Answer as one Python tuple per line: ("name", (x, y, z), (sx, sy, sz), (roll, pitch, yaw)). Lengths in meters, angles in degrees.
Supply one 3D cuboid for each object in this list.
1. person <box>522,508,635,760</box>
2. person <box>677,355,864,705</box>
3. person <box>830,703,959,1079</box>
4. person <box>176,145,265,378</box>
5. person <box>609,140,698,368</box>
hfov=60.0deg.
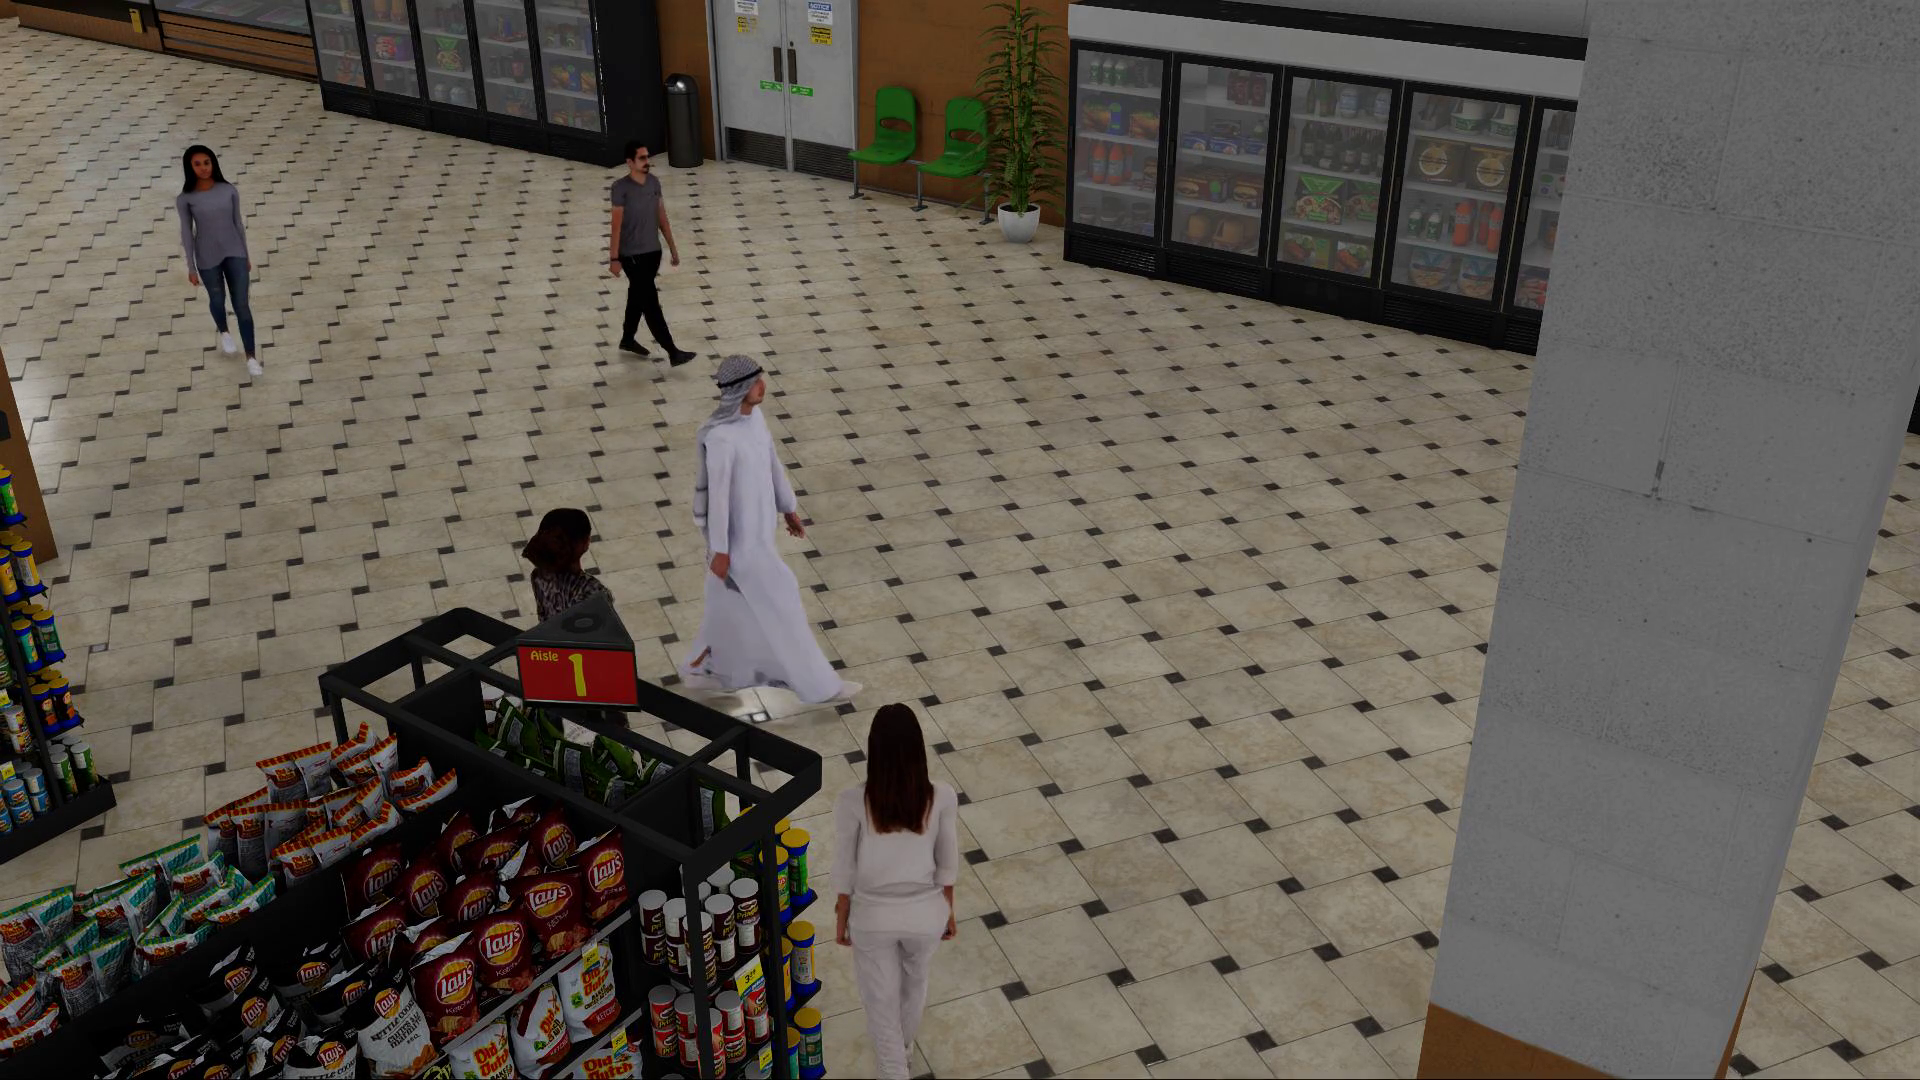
("person", (-1.664, 0.684, 7.095), (0.589, 1.699, 0.843), (19, 32, 32))
("person", (-1.160, -0.014, 8.270), (1.121, 1.881, 1.286), (4, 27, 8))
("person", (-0.207, 1.343, 5.829), (1.010, 1.669, 1.058), (-5, 27, -10))
("person", (-5.654, -2.134, 12.668), (1.206, 1.685, 1.012), (-16, 31, -29))
("person", (-2.513, -2.191, 12.749), (0.760, 1.714, 1.044), (16, 31, 28))
